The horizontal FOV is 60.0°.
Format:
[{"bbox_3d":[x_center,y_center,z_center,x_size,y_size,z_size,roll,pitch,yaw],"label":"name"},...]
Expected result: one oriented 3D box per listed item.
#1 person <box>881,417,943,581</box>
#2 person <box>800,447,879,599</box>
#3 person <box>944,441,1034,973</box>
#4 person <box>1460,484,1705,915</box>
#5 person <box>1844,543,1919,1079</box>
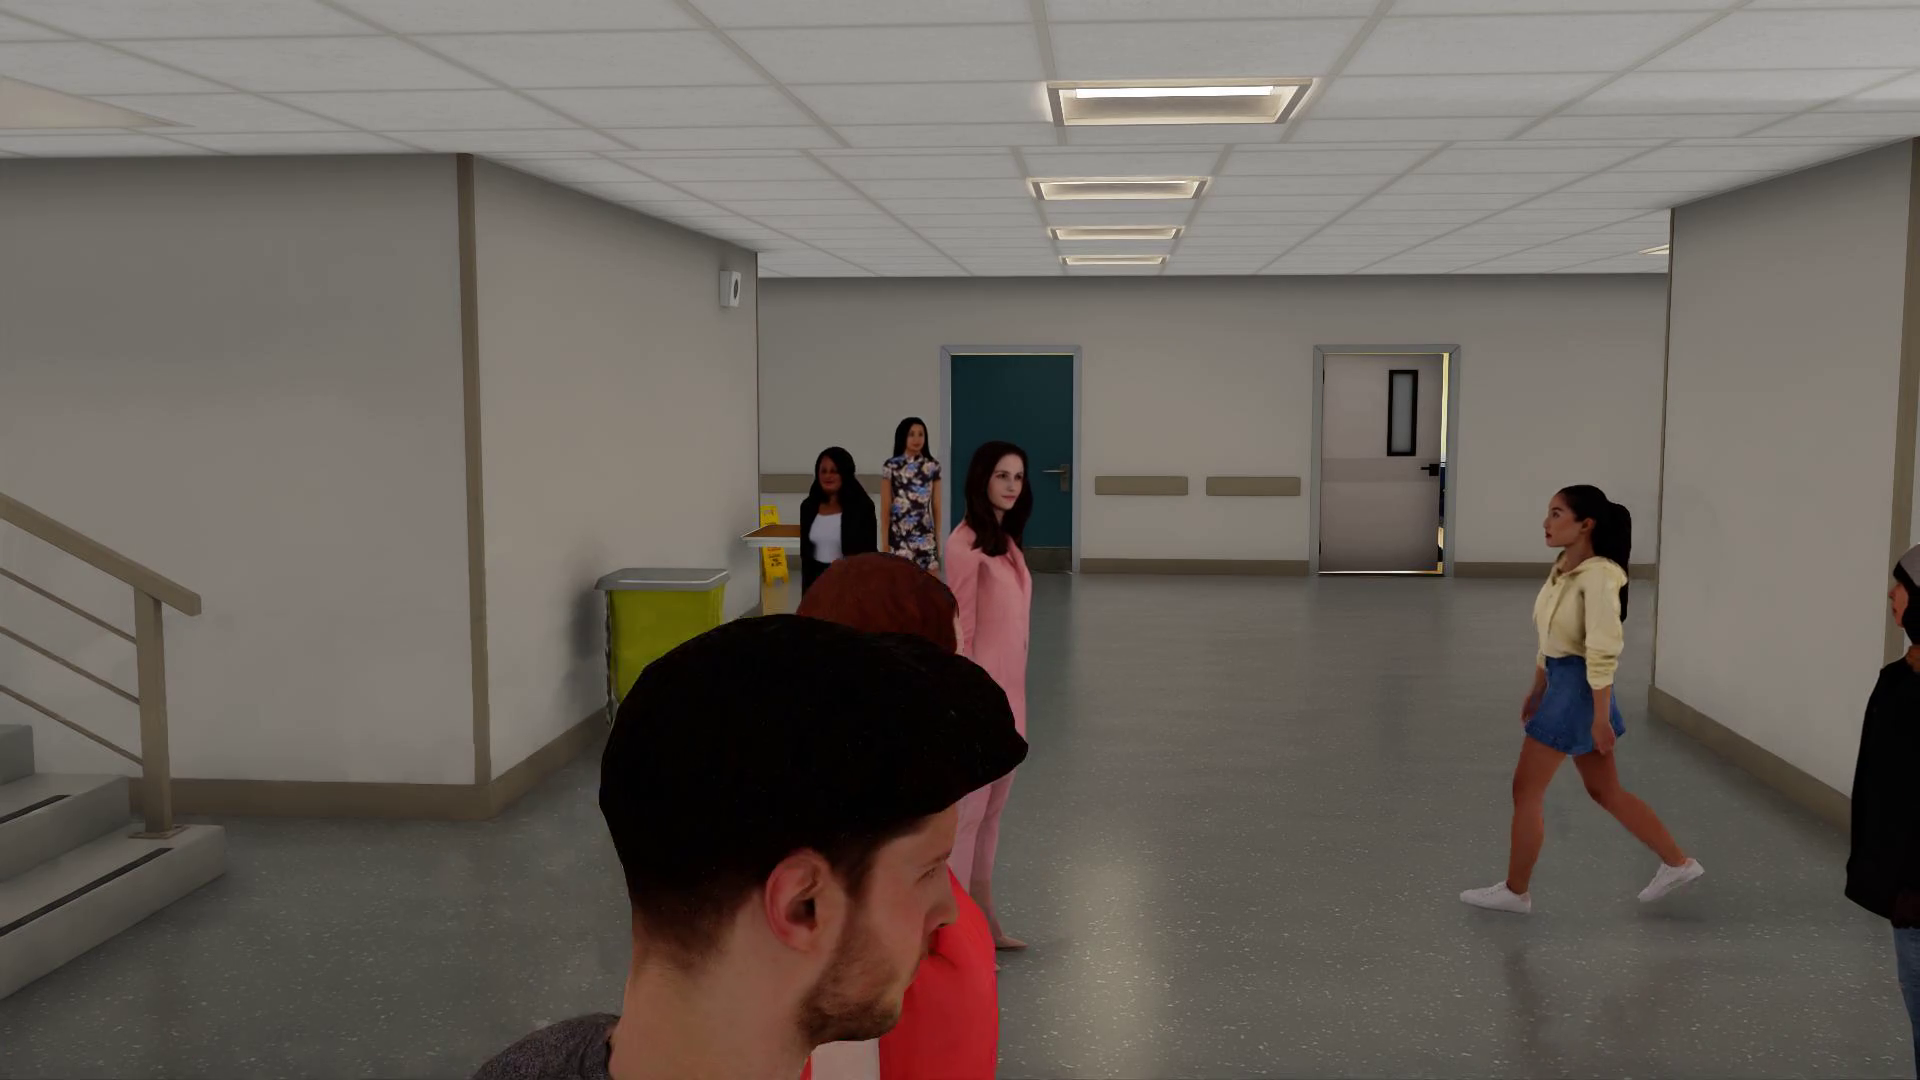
[{"bbox_3d":[-0.350,0.034,11.308,0.667,1.723,0.744,-1,6,-14],"label":"person"},{"bbox_3d":[-0.665,0.282,9.555,1.032,1.581,0.733,1,6,9],"label":"person"},{"bbox_3d":[0.076,0.555,5.744,0.653,1.801,0.678,3,6,27],"label":"person"},{"bbox_3d":[2.362,0.617,6.150,1.122,1.596,0.673,1,6,9],"label":"person"},{"bbox_3d":[2.433,0.799,4.158,0.753,1.634,0.733,4,7,33],"label":"person"}]
